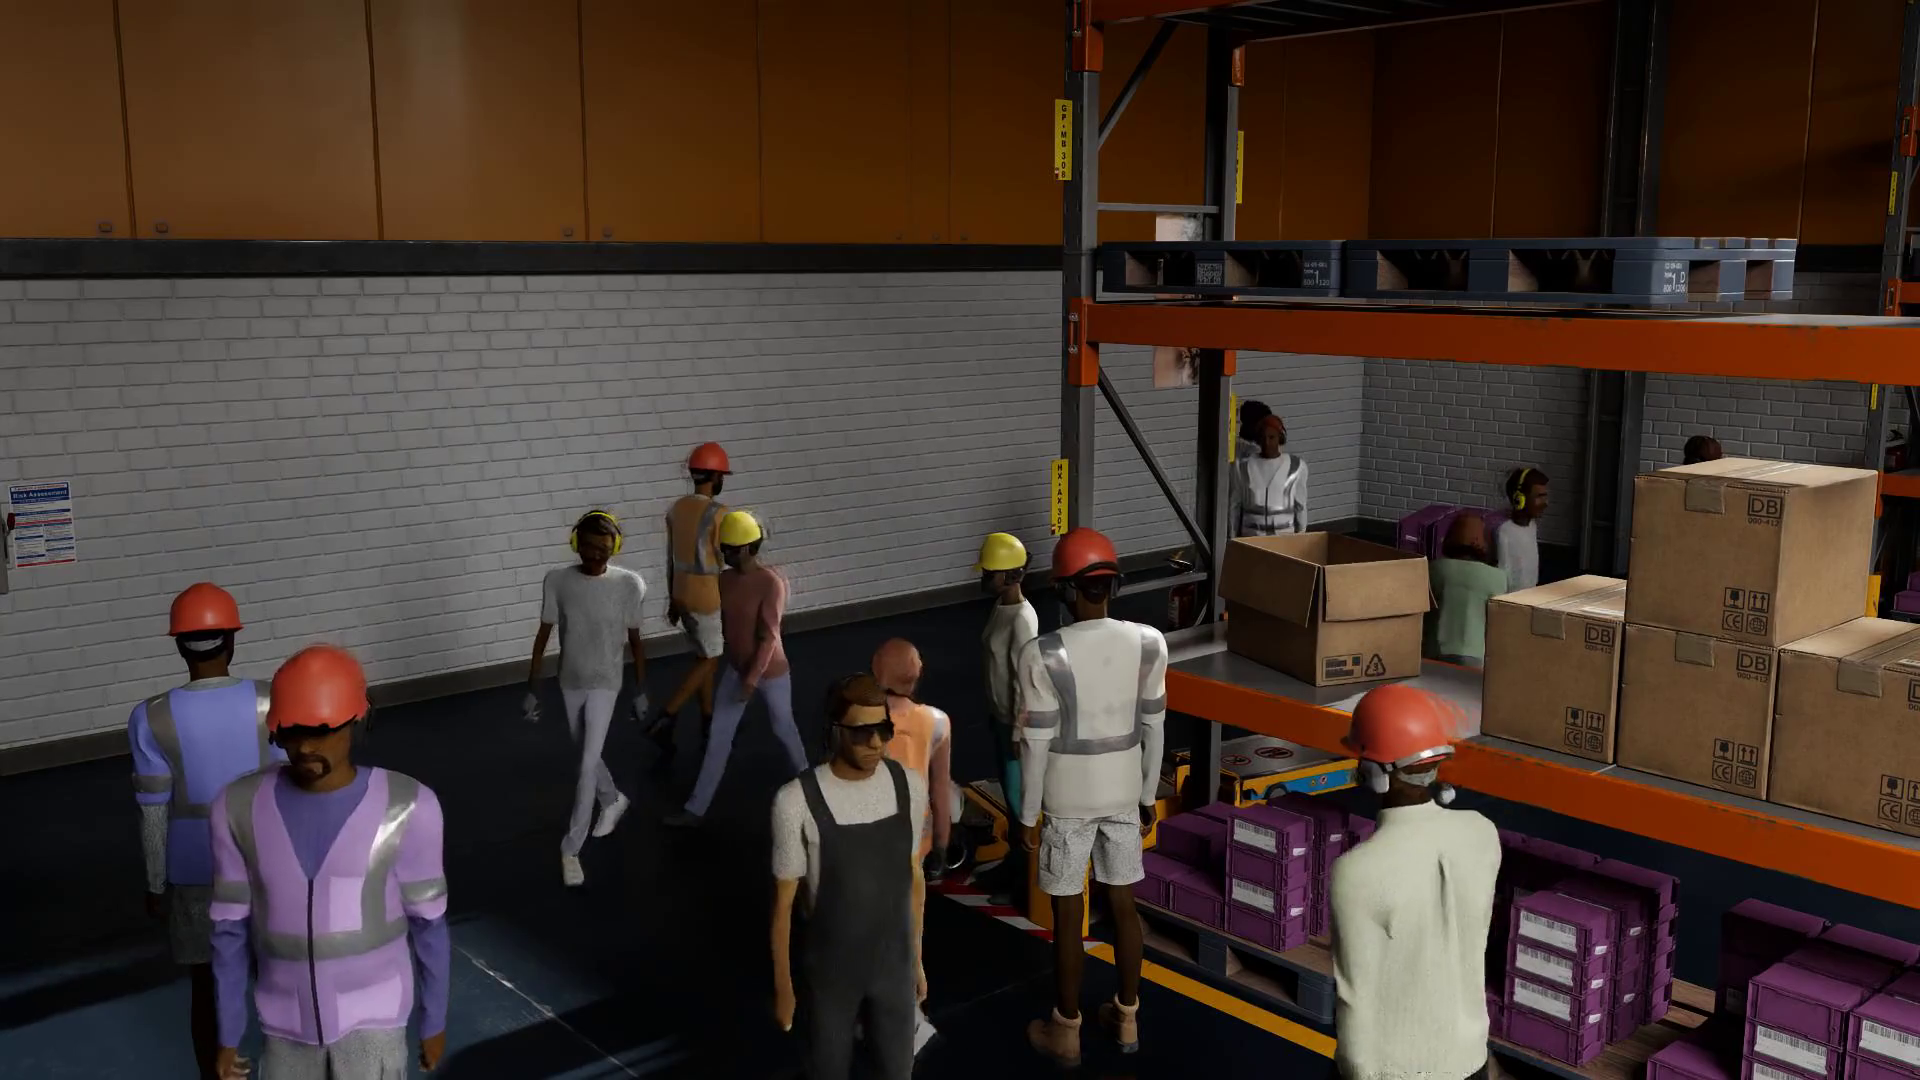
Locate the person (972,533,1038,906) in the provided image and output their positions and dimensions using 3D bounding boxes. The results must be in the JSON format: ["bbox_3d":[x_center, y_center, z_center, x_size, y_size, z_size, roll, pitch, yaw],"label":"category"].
[{"bbox_3d":[0.222,0.835,7.828,0.342,1.760,0.533,-2,10,-10],"label":"person"}]

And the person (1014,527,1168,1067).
[{"bbox_3d":[0.474,0.961,6.259,0.607,2.040,0.378,-4,11,-23],"label":"person"}]

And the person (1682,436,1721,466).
[{"bbox_3d":[4.944,0.215,11.203,0.633,1.842,0.429,-8,12,-38],"label":"person"}]

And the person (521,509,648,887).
[{"bbox_3d":[-1.858,0.719,8.357,0.603,1.815,0.928,0,10,2],"label":"person"}]

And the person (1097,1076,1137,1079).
[{"bbox_3d":[0.269,1.718,2.524,0.632,1.803,0.914,-5,11,-25],"label":"person"}]

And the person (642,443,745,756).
[{"bbox_3d":[-1.637,0.364,10.149,0.746,1.911,0.551,-9,13,-41],"label":"person"}]

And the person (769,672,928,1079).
[{"bbox_3d":[-0.356,1.272,5.080,0.510,1.826,0.738,-5,11,-29],"label":"person"}]

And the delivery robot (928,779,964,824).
[{"bbox_3d":[-0.352,1.327,8.180,0.707,0.478,0.477,-4,10,-23],"label":"delivery robot"}]

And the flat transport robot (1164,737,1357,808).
[{"bbox_3d":[1.848,1.291,9.492,1.431,0.197,0.652,-6,11,-30],"label":"flat transport robot"}]

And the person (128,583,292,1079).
[{"bbox_3d":[-2.542,1.103,5.757,0.543,1.927,0.375,-5,11,-29],"label":"person"}]

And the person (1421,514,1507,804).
[{"bbox_3d":[2.806,0.644,9.378,0.514,1.603,0.706,5,11,25],"label":"person"}]

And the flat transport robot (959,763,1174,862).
[{"bbox_3d":[0.583,1.413,8.780,1.431,0.197,0.652,-4,10,-21],"label":"flat transport robot"}]

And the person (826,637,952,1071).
[{"bbox_3d":[-0.251,1.175,6.246,0.565,1.611,0.640,-6,12,-33],"label":"person"}]

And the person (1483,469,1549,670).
[{"bbox_3d":[3.238,0.510,9.494,0.554,1.825,0.947,-9,13,-43],"label":"person"}]

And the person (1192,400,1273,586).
[{"bbox_3d":[2.180,-0.175,13.326,0.986,1.902,0.739,-6,12,-33],"label":"person"}]

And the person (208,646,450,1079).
[{"bbox_3d":[-1.701,1.256,4.577,0.619,2.028,0.764,-1,10,-3],"label":"person"}]

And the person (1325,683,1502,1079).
[{"bbox_3d":[1.190,1.339,4.347,0.607,1.950,1.037,-5,11,-27],"label":"person"}]

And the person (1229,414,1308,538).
[{"bbox_3d":[2.325,-0.025,12.553,0.581,1.870,0.650,3,10,16],"label":"person"}]

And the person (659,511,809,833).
[{"bbox_3d":[-1.126,0.696,8.778,0.530,1.705,0.959,7,12,36],"label":"person"}]
